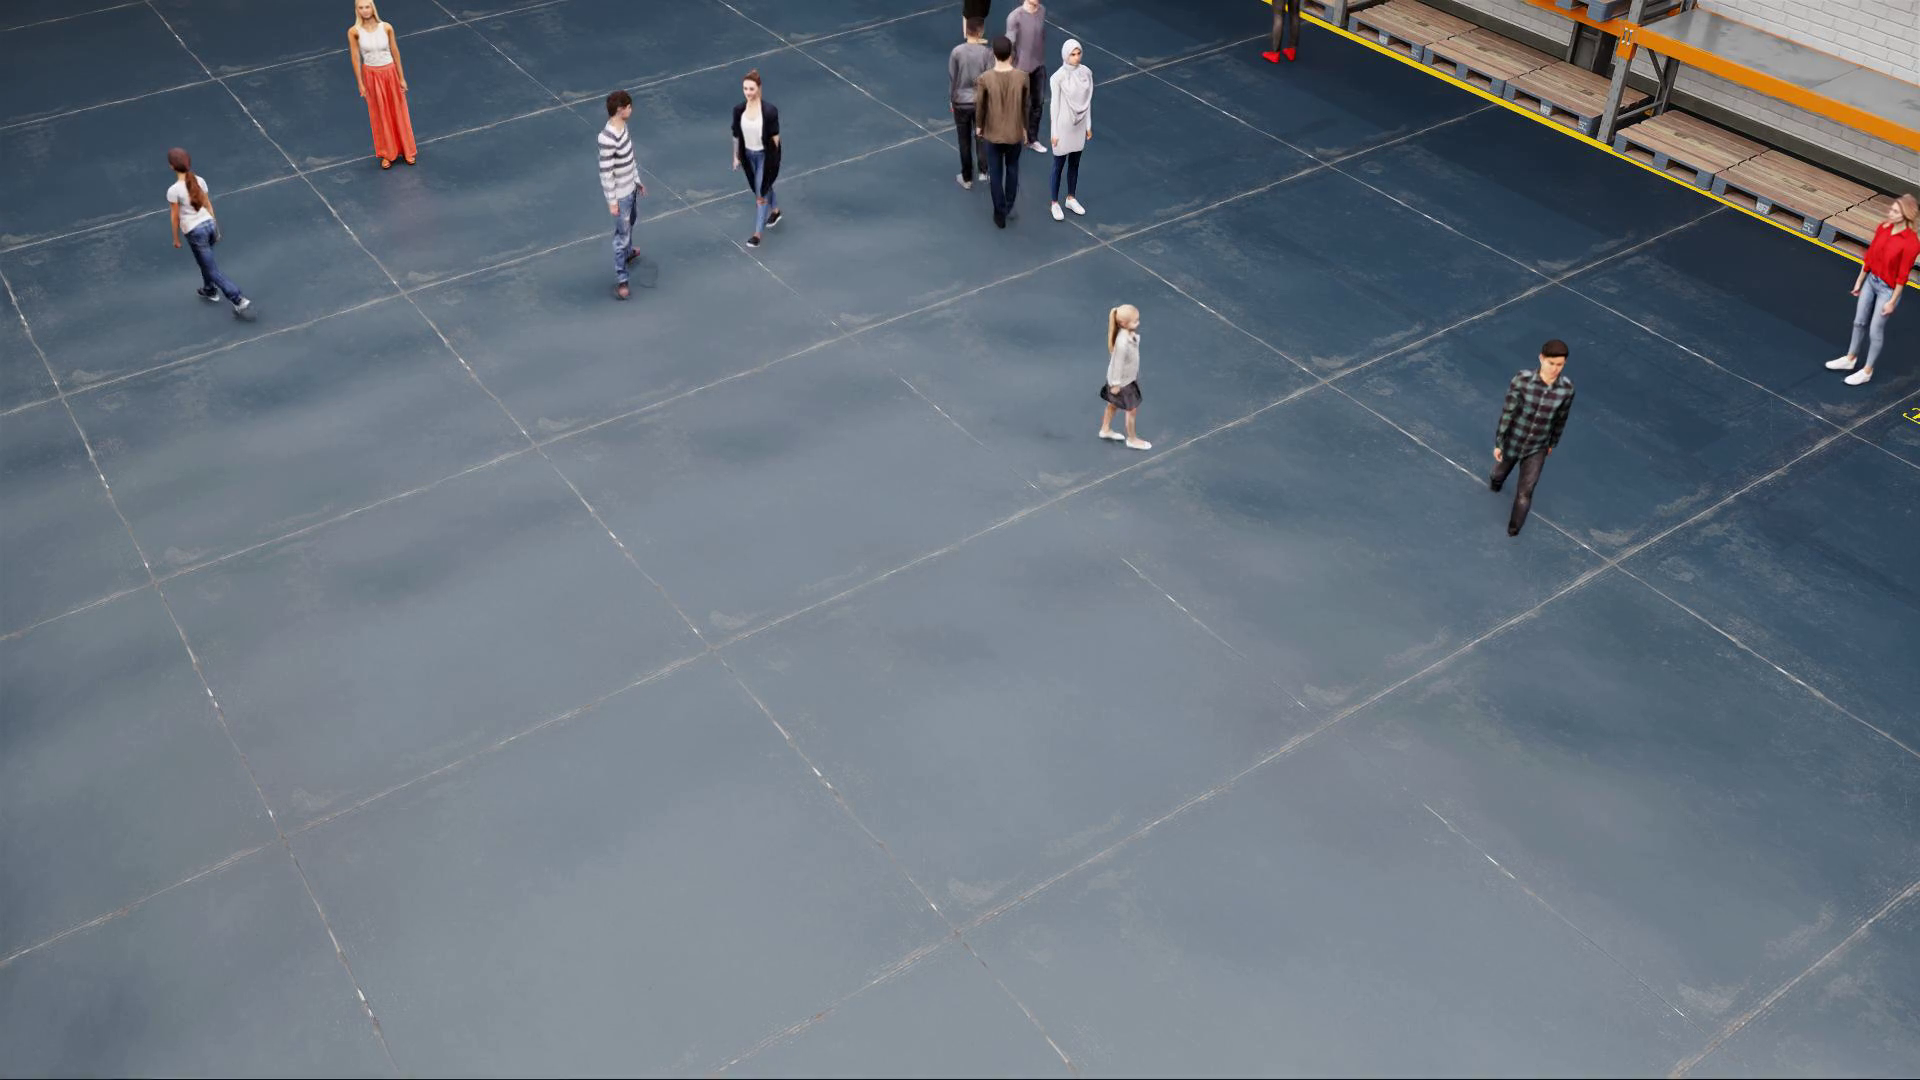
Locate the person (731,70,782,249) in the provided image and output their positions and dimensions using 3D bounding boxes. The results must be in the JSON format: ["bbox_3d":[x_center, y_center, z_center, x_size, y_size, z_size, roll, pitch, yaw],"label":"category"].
[{"bbox_3d":[-1.887,-3.685,15.900,1.113,1.636,1.100,11,40,14],"label":"person"}]

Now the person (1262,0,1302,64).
[{"bbox_3d":[3.798,-6.424,19.195,0.700,1.804,0.614,-13,40,-16],"label":"person"}]

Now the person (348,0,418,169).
[{"bbox_3d":[-5.926,-4.712,17.053,0.676,1.802,0.641,-15,41,-18],"label":"person"}]

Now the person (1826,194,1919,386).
[{"bbox_3d":[7.678,-2.085,13.848,0.753,1.697,0.608,-10,40,-12],"label":"person"}]

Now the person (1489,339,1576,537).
[{"bbox_3d":[4.216,-0.793,12.445,1.109,1.694,1.092,11,40,13],"label":"person"}]

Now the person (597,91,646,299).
[{"bbox_3d":[-3.118,-3.144,15.072,1.127,1.825,0.974,11,40,13],"label":"person"}]

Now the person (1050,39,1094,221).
[{"bbox_3d":[1.060,-4.003,16.187,0.628,1.776,0.550,-19,42,-22],"label":"person"}]

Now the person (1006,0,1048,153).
[{"bbox_3d":[0.647,-4.969,17.353,0.730,1.829,0.964,-27,46,-30],"label":"person"}]

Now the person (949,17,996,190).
[{"bbox_3d":[0.141,-4.316,16.597,0.745,1.753,0.800,-3,39,-4],"label":"person"}]

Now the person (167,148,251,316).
[{"bbox_3d":[-6.709,-2.708,14.760,1.099,1.533,0.845,19,42,22],"label":"person"}]

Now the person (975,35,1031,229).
[{"bbox_3d":[0.423,-3.867,15.938,0.818,1.874,0.895,-5,39,-7],"label":"person"}]

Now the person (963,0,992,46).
[{"bbox_3d":[0.136,-6.620,19.589,0.651,1.619,0.541,-22,44,-26],"label":"person"}]

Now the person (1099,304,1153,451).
[{"bbox_3d":[1.232,-1.313,13.229,0.800,1.262,0.728,10,40,12],"label":"person"}]
